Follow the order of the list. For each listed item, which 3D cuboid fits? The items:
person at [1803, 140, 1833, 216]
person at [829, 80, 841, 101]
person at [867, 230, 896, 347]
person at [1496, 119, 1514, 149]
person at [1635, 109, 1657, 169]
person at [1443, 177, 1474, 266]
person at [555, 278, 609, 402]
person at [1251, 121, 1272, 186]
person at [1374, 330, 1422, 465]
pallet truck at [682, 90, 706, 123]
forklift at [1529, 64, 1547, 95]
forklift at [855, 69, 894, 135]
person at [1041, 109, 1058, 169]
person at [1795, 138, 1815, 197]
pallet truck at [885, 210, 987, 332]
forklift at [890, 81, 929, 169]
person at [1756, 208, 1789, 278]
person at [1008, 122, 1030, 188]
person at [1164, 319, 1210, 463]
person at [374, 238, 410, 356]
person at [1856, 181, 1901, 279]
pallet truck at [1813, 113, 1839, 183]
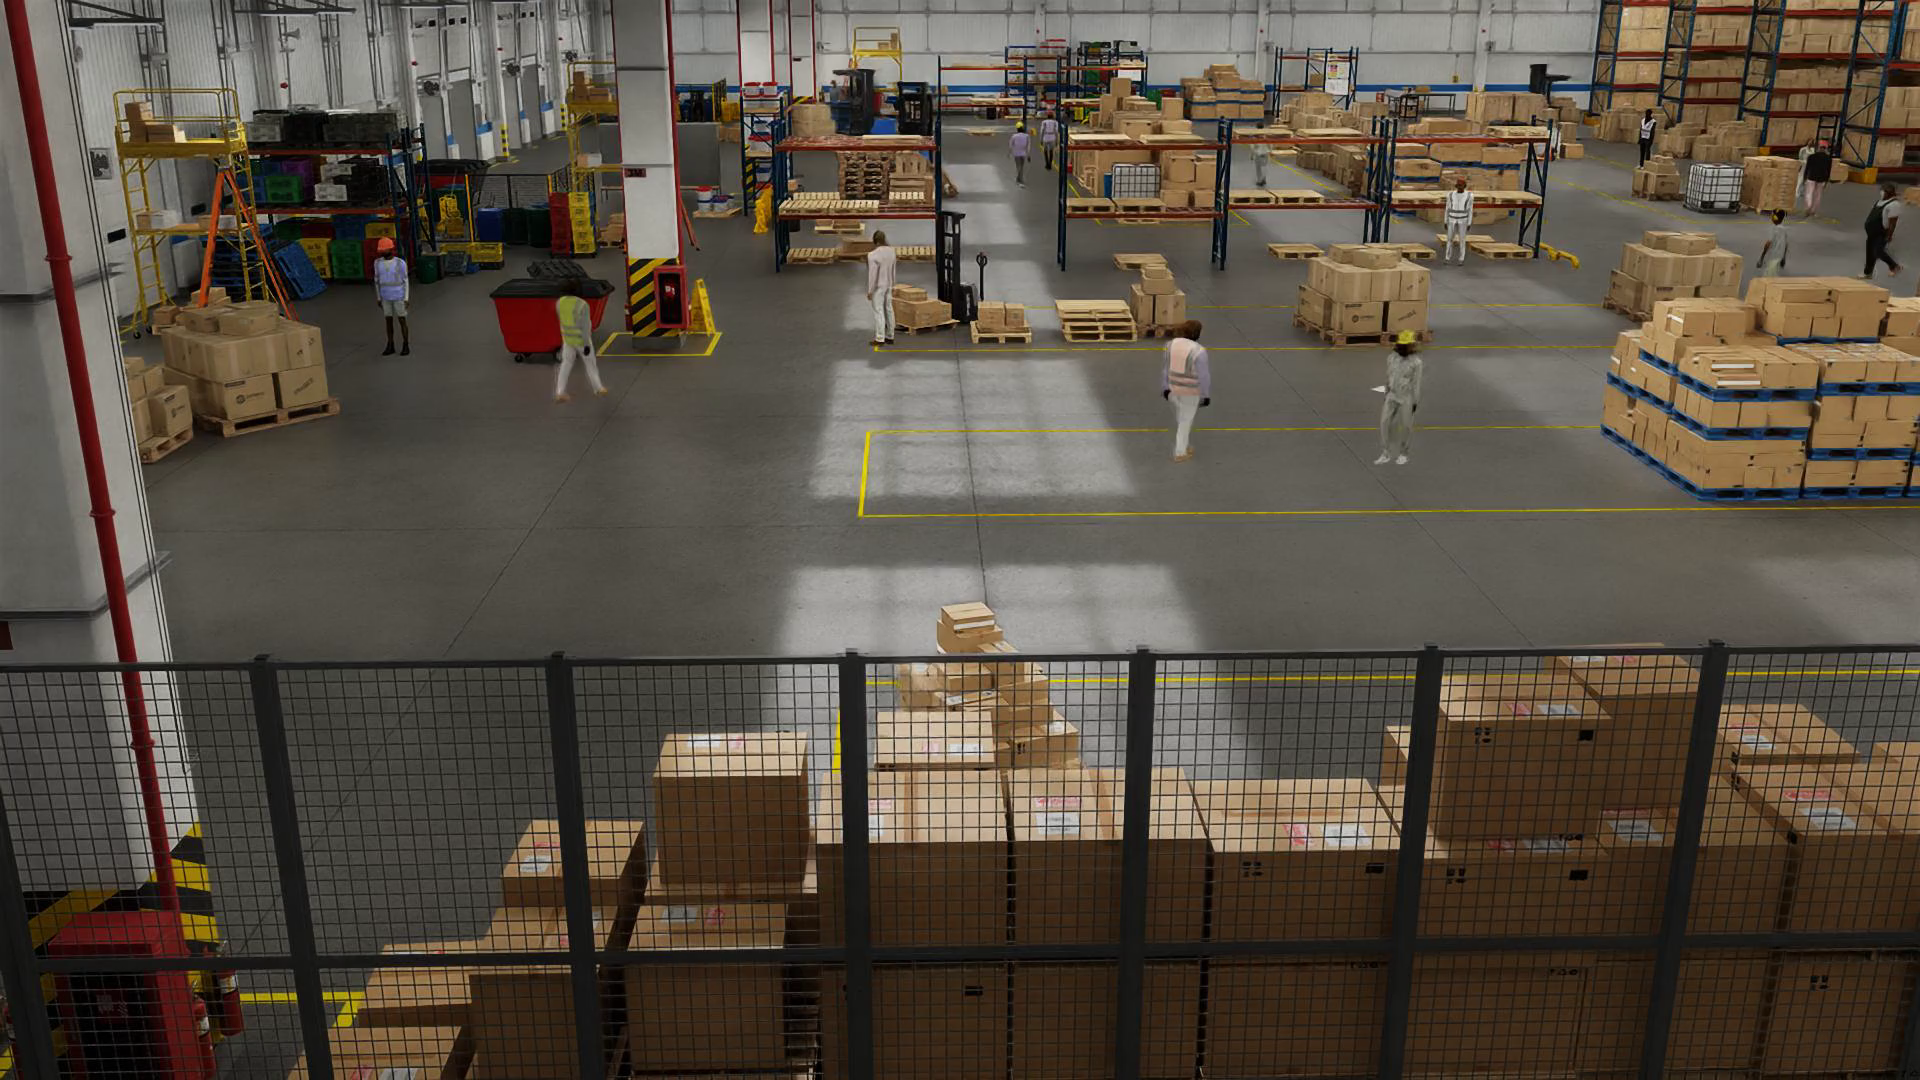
[{"bbox_3d":[22.127,-9.332,42.960,0.618,1.975,0.807,10,21,27],"label":"person"},{"bbox_3d":[-5.243,-18.197,69.382,0.643,1.883,0.997,10,21,27],"label":"person"},{"bbox_3d":[-1.315,-4.200,27.783,0.352,1.937,0.635,14,23,37],"label":"person"},{"bbox_3d":[17.604,-12.792,53.801,0.524,1.597,0.853,-3,19,-8],"label":"person"},{"bbox_3d":[22.264,-12.994,53.918,0.396,1.911,0.588,-7,20,-21],"label":"person"},{"bbox_3d":[10.684,-6.826,35.676,0.574,1.876,0.356,9,21,24],"label":"person"},{"bbox_3d":[-5.584,-2.903,24.163,0.641,1.798,0.950,11,22,30],"label":"person"},{"bbox_3d":[8.968,-11.472,49.406,0.709,1.904,0.574,-2,19,-6],"label":"person"},{"bbox_3d":[5.516,-1.771,20.895,0.505,1.722,0.666,15,24,37],"label":"person"},{"bbox_3d":[-9.671,-15.907,62.421,0.823,1.965,1.885,5,19,15],"label":"pallet truck"},{"bbox_3d":[21.941,-16.734,63.513,1.873,2.768,1.129,14,23,36],"label":"forklift"},{"bbox_3d":[-3.395,-15.525,59.928,1.873,2.768,1.129,-10,21,-26],"label":"forklift"},{"bbox_3d":[2.899,-12.971,53.833,0.569,1.919,0.404,-1,19,-2],"label":"person"},{"bbox_3d":[23.895,-10.533,47.033,0.512,1.638,0.312,-6,20,-18],"label":"person"},{"bbox_3d":[-0.493,-4.759,29.349,1.885,1.965,0.823,-13,23,-34],"label":"pallet truck"},{"bbox_3d":[-1.501,-13.136,52.841,1.129,2.768,1.873,6,20,17],"label":"forklift"},{"bbox_3d":[15.116,-5.238,31.011,0.539,1.849,0.617,-14,23,-35],"label":"person"},{"bbox_3d":[1.719,-11.431,49.323,0.591,1.868,0.994,-8,20,-22],"label":"person"},{"bbox_3d":[2.956,-1.911,21.173,0.681,1.817,0.666,-15,24,-38],"label":"person"},{"bbox_3d":[-9.241,-3.956,27.077,0.545,1.927,0.385,2,19,6],"label":"person"},{"bbox_3d":[18.822,-6.321,33.917,0.698,2.000,0.692,1,19,2],"label":"person"},{"bbox_3d":[26.403,-11.957,50.702,0.823,1.965,1.885,6,19,16],"label":"pallet truck"}]
